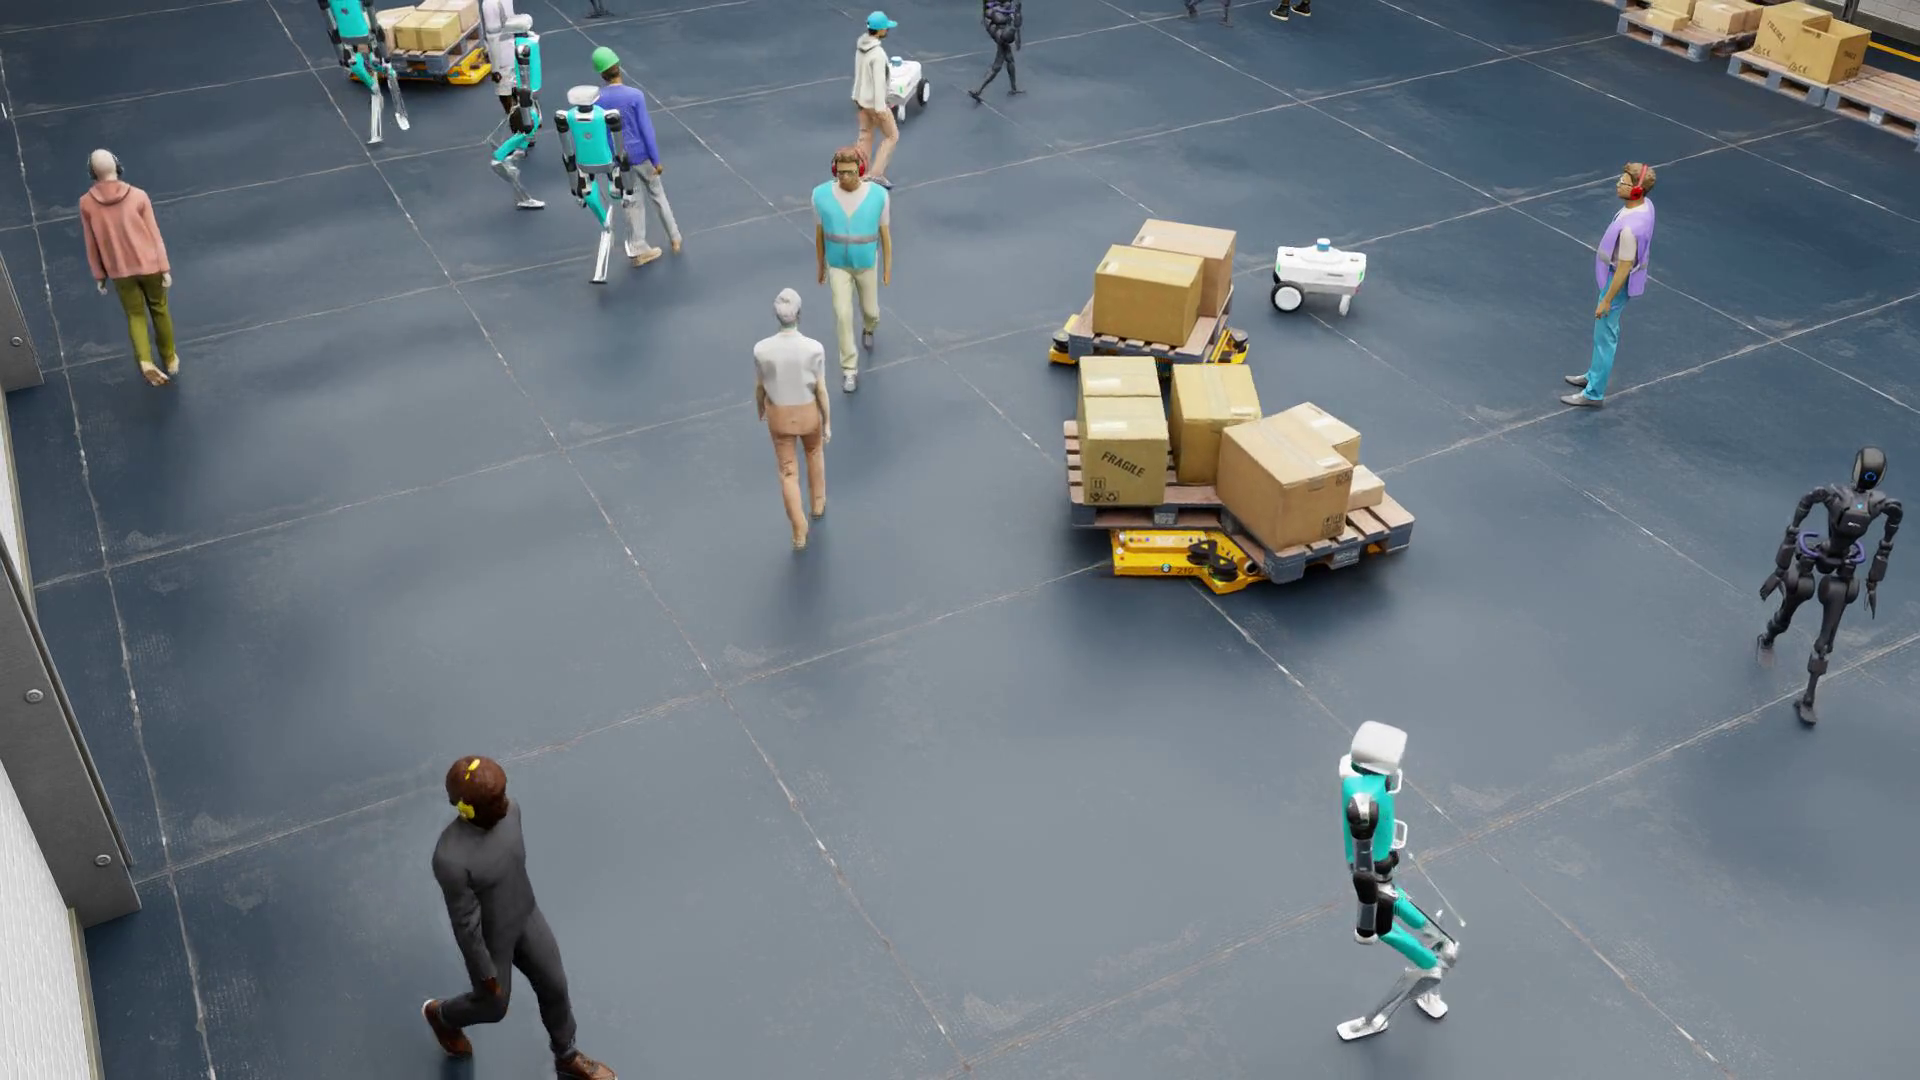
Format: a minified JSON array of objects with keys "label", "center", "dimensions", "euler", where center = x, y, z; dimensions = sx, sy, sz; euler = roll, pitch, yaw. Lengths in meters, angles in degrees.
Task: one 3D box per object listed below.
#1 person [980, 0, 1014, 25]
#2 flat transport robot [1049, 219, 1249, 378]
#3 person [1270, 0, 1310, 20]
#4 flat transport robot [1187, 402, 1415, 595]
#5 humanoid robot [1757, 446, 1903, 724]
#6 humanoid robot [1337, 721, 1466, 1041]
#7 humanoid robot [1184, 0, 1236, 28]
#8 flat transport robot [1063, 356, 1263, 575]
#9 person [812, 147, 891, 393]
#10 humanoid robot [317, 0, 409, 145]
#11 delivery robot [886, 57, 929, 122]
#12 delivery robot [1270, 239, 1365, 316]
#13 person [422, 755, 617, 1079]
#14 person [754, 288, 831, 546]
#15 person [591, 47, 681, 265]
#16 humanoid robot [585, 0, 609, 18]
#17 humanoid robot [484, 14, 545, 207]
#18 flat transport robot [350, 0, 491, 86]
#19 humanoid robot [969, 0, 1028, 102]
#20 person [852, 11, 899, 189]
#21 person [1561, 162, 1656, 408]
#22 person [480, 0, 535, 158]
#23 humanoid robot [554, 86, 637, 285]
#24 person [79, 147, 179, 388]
[{"label":"person","center":[0.378,-6.897,19.121],"dimensions":[0.448,1.932,0.579],"euler":[15,38,20]},{"label":"flat transport robot","center":[1.466,-1.496,12.852],"dimensions":[1.431,0.231,0.659],"euler":[11,37,16]},{"label":"person","center":[3.939,-7.061,19.330],"dimensions":[0.604,1.956,0.373],"euler":[-16,38,-22]},{"label":"flat transport robot","center":[2.122,-0.055,10.794],"dimensions":[1.431,0.231,0.659],"euler":[-14,37,-19]},{"label":"humanoid robot","center":[4.826,0.184,9.264],"dimensions":[0.599,1.623,0.787],"euler":[8,36,11]},{"label":"humanoid robot","center":[2.008,1.556,7.218],"dimensions":[0.880,1.777,0.583],"euler":[10,36,14]},{"label":"humanoid robot","center":[2.974,-6.789,19.200],"dimensions":[0.613,1.637,0.610],"euler":[-28,44,-34]},{"label":"flat transport robot","center":[1.305,-0.247,11.068],"dimensions":[0.659,0.231,1.431],"euler":[0,35,0]},{"label":"person","center":[-0.786,-2.062,12.309],"dimensions":[0.565,1.821,0.778],"euler":[0,35,0]},{"label":"humanoid robot","center":[-5.758,-4.800,16.317],"dimensions":[0.555,1.766,0.958],"euler":[4,35,6]},{"label":"delivery robot","center":[-0.647,-4.678,17.135],"dimensions":[0.499,0.581,0.774],"euler":[9,36,13]},{"label":"delivery robot","center":[2.890,-2.152,13.554],"dimensions":[0.784,0.612,0.525],"euler":[7,36,9]},{"label":"person","center":[-1.980,1.619,7.031],"dimensions":[0.822,1.844,0.495],"euler":[17,38,22]},{"label":"person","center":[-1.069,-0.836,10.639],"dimensions":[0.465,1.717,0.724],"euler":[-3,35,-4]},{"label":"person","center":[-2.730,-3.266,14.033],"dimensions":[0.537,1.815,0.648],"euler":[9,36,12]},{"label":"humanoid robot","center":[-4.332,-6.953,19.420],"dimensions":[0.312,1.653,0.608],"euler":[3,35,4]},{"label":"humanoid robot","center":[-3.998,-3.717,14.843],"dimensions":[0.694,1.901,0.540],"euler":[-2,35,-2]},{"label":"flat transport robot","center":[-5.843,-5.185,18.118],"dimensions":[1.431,0.231,0.659],"euler":[4,35,6]},{"label":"humanoid robot","center":[0.405,-5.351,17.180],"dimensions":[0.687,1.632,0.614],"euler":[-16,38,-21]},{"label":"person","center":[-0.771,-4.003,15.218],"dimensions":[0.436,1.657,0.509],"euler":[-19,39,-25]},{"label":"person","center":[4.705,-1.818,11.934],"dimensions":[0.390,1.849,0.563],"euler":[14,37,19]},{"label":"person","center":[-4.390,-4.615,15.862],"dimensions":[0.383,1.929,0.545],"euler":[2,35,4]},{"label":"humanoid robot","center":[-2.929,-2.979,13.720],"dimensions":[0.541,1.726,1.096],"euler":[1,35,1]},{"label":"person","center":[-6.061,-1.942,12.163],"dimensions":[0.534,1.800,0.688],"euler":[-13,37,-18]}]
